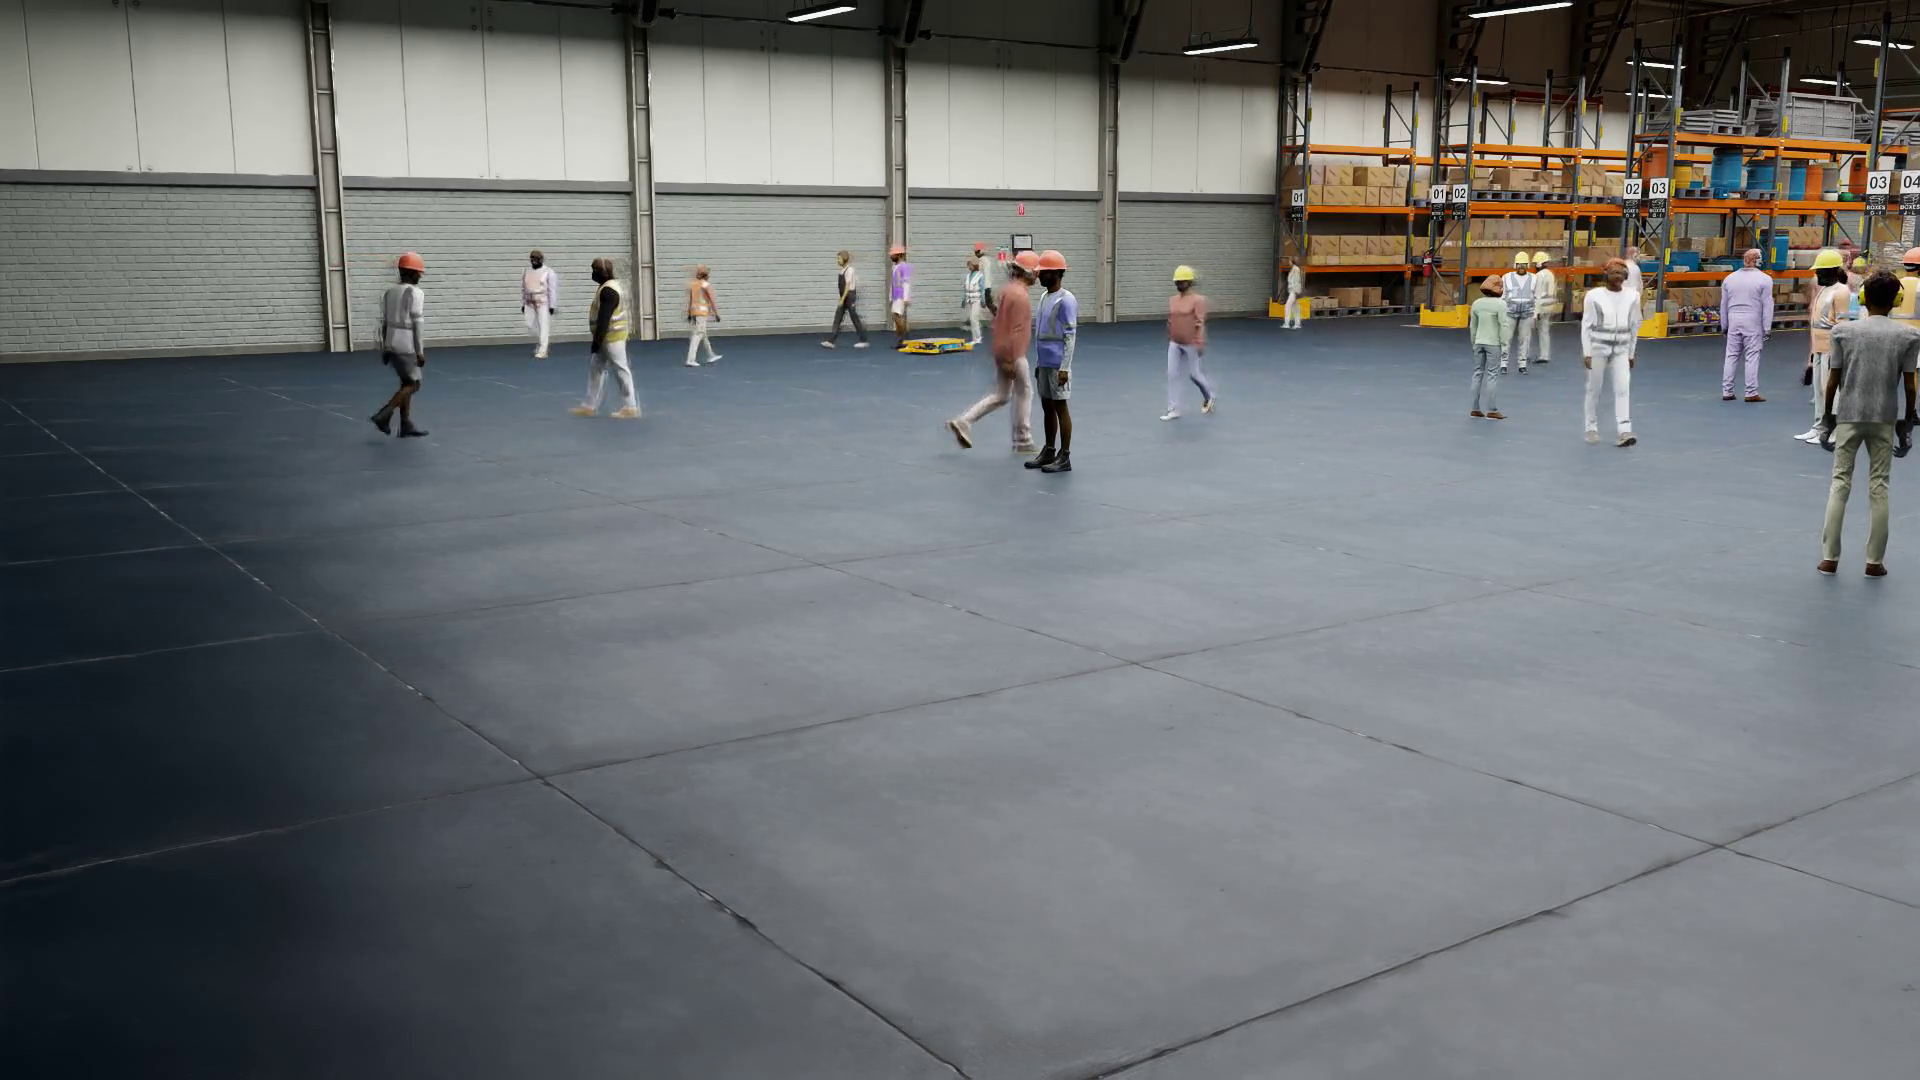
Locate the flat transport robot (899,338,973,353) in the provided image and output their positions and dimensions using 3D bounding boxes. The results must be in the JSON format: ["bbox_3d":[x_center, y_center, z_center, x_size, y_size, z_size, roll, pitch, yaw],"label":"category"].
[{"bbox_3d":[-0.424,-3.470,29.632,0.652,0.197,1.431,6,12,31],"label":"flat transport robot"}]

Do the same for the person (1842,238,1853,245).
[{"bbox_3d":[24.574,-7.346,46.097,0.884,2.009,0.647,-7,13,-34],"label":"person"}]

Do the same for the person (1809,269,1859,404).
[{"bbox_3d":[10.630,-2.458,20.234,0.511,1.671,0.532,-7,12,-33],"label":"person"}]

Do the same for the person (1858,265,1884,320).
[{"bbox_3d":[14.012,-3.406,25.572,0.351,1.618,0.535,1,10,4],"label":"person"}]

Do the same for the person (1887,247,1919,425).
[{"bbox_3d":[10.376,-2.221,18.215,0.356,1.938,0.543,-7,13,-35],"label":"person"}]

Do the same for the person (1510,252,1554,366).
[{"bbox_3d":[9.193,-3.703,26.689,0.712,1.807,0.631,9,13,39],"label":"person"}]

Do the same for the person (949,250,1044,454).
[{"bbox_3d":[0.374,-1.756,15.698,0.852,1.946,0.622,-3,11,-15],"label":"person"}]

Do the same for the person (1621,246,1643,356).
[{"bbox_3d":[11.574,-4.111,28.695,0.419,1.892,0.672,1,10,4],"label":"person"}]

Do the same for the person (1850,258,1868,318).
[{"bbox_3d":[15.443,-3.999,28.595,0.483,1.705,0.852,2,10,9],"label":"person"}]

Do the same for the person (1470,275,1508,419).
[{"bbox_3d":[6.002,-2.186,18.856,0.279,1.633,0.499,-6,12,-31],"label":"person"}]

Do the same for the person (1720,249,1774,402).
[{"bbox_3d":[9.873,-2.685,20.847,0.402,1.906,0.651,-8,13,-36],"label":"person"}]

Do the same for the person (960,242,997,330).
[{"bbox_3d":[0.534,-5.597,36.724,1.044,1.948,0.629,-5,12,-27],"label":"person"}]

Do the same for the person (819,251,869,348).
[{"bbox_3d":[-2.120,-4.434,30.762,0.955,1.797,0.510,-6,12,-29],"label":"person"}]

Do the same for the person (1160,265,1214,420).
[{"bbox_3d":[2.597,-2.243,18.885,0.529,1.745,0.736,10,14,43],"label":"person"}]

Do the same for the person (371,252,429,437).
[{"bbox_3d":[-5.698,-1.963,16.901,0.564,1.905,0.693,9,13,39],"label":"person"}]

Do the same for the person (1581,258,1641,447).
[{"bbox_3d":[6.419,-1.833,16.353,0.589,1.836,0.966,0,10,1],"label":"person"}]

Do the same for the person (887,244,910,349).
[{"bbox_3d":[-1.146,-4.438,30.420,0.410,1.918,0.565,-5,12,-26],"label":"person"}]

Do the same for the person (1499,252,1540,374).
[{"bbox_3d":[8.379,-3.396,24.940,0.591,1.834,0.404,2,10,9],"label":"person"}]

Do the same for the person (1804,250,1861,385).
[{"bbox_3d":[11.856,-2.992,22.587,0.647,1.884,0.655,-9,13,-40],"label":"person"}]

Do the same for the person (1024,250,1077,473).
[{"bbox_3d":[0.803,-1.561,14.597,0.360,1.939,0.543,-5,11,-25],"label":"person"}]

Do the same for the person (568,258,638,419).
[{"bbox_3d":[-4.072,-2.259,18.764,0.865,1.804,0.637,-3,11,-15],"label":"person"}]

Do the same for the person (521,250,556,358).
[{"bbox_3d":[-7.188,-4.012,28.329,0.652,1.830,0.438,3,11,17],"label":"person"}]

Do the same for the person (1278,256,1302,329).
[{"bbox_3d":[7.331,-5.498,37.040,0.665,1.613,0.552,0,10,0],"label":"person"}]

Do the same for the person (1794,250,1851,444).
[{"bbox_3d":[8.621,-1.916,16.580,0.376,1.922,0.594,2,10,9],"label":"person"}]

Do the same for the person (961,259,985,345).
[{"bbox_3d":[0.247,-4.538,31.769,0.413,1.620,0.533,-8,13,-38],"label":"person"}]

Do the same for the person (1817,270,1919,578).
[{"bbox_3d":[5.492,-0.695,10.076,0.503,1.860,0.311,5,11,24],"label":"person"}]

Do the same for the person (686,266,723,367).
[{"bbox_3d":[-4.101,-3.581,26.617,0.869,1.590,0.521,-10,14,-43],"label":"person"}]
